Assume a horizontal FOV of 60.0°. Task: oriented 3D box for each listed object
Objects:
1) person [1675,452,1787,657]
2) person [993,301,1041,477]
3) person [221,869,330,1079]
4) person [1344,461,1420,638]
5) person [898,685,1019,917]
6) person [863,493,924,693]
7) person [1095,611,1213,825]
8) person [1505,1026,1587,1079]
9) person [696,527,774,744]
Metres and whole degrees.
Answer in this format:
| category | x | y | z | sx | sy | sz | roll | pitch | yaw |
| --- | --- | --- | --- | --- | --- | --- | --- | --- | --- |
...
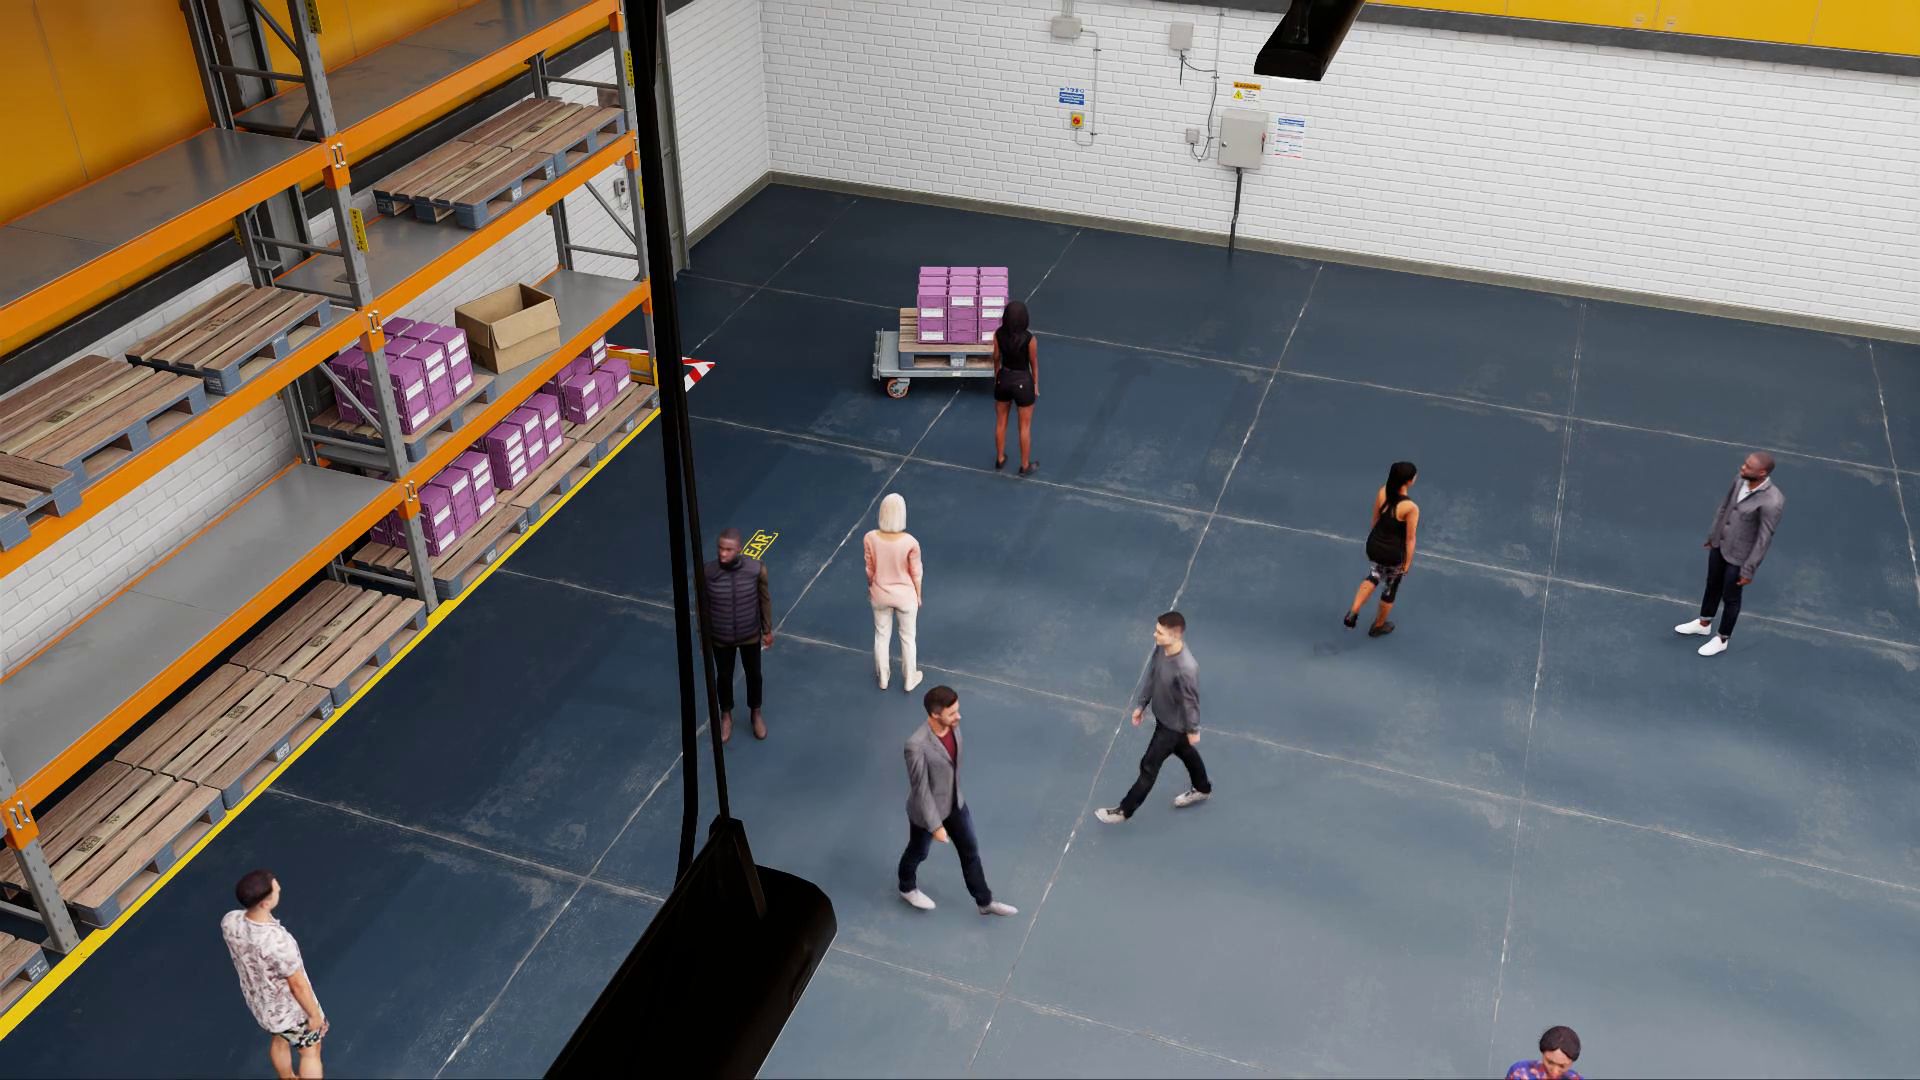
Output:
| category | x | y | z | sx | sy | sz | roll | pitch | yaw |
| --- | --- | --- | --- | --- | --- | --- | --- | --- | --- |
| person | 6.122 | 0.082 | 13.102 | 0.864 | 1.813 | 0.731 | -6 | 34 | -8 |
| person | 0.507 | -1.416 | 15.422 | 0.613 | 1.740 | 0.527 | 15 | 36 | 21 |
| person | -3.840 | 2.571 | 9.361 | 0.708 | 1.810 | 0.630 | 17 | 37 | 24 |
| person | 3.349 | 0.098 | 13.221 | 0.879 | 1.656 | 0.795 | -23 | 40 | -30 |
| person | -0.216 | 1.689 | 10.667 | 0.951 | 1.833 | 1.083 | 22 | 39 | 29 |
| person | -0.507 | 0.404 | 12.698 | 0.626 | 1.724 | 0.559 | 6 | 34 | 9 |
| person | 1.542 | 1.212 | 11.492 | 1.108 | 1.714 | 1.162 | -10 | 35 | -14 |
| person | 2.942 | 3.131 | 8.579 | 0.610 | 1.743 | 0.540 | 8 | 34 | 12 |
| person | -1.638 | 0.675 | 12.191 | 0.776 | 1.835 | 0.758 | -5 | 34 | -7 |
